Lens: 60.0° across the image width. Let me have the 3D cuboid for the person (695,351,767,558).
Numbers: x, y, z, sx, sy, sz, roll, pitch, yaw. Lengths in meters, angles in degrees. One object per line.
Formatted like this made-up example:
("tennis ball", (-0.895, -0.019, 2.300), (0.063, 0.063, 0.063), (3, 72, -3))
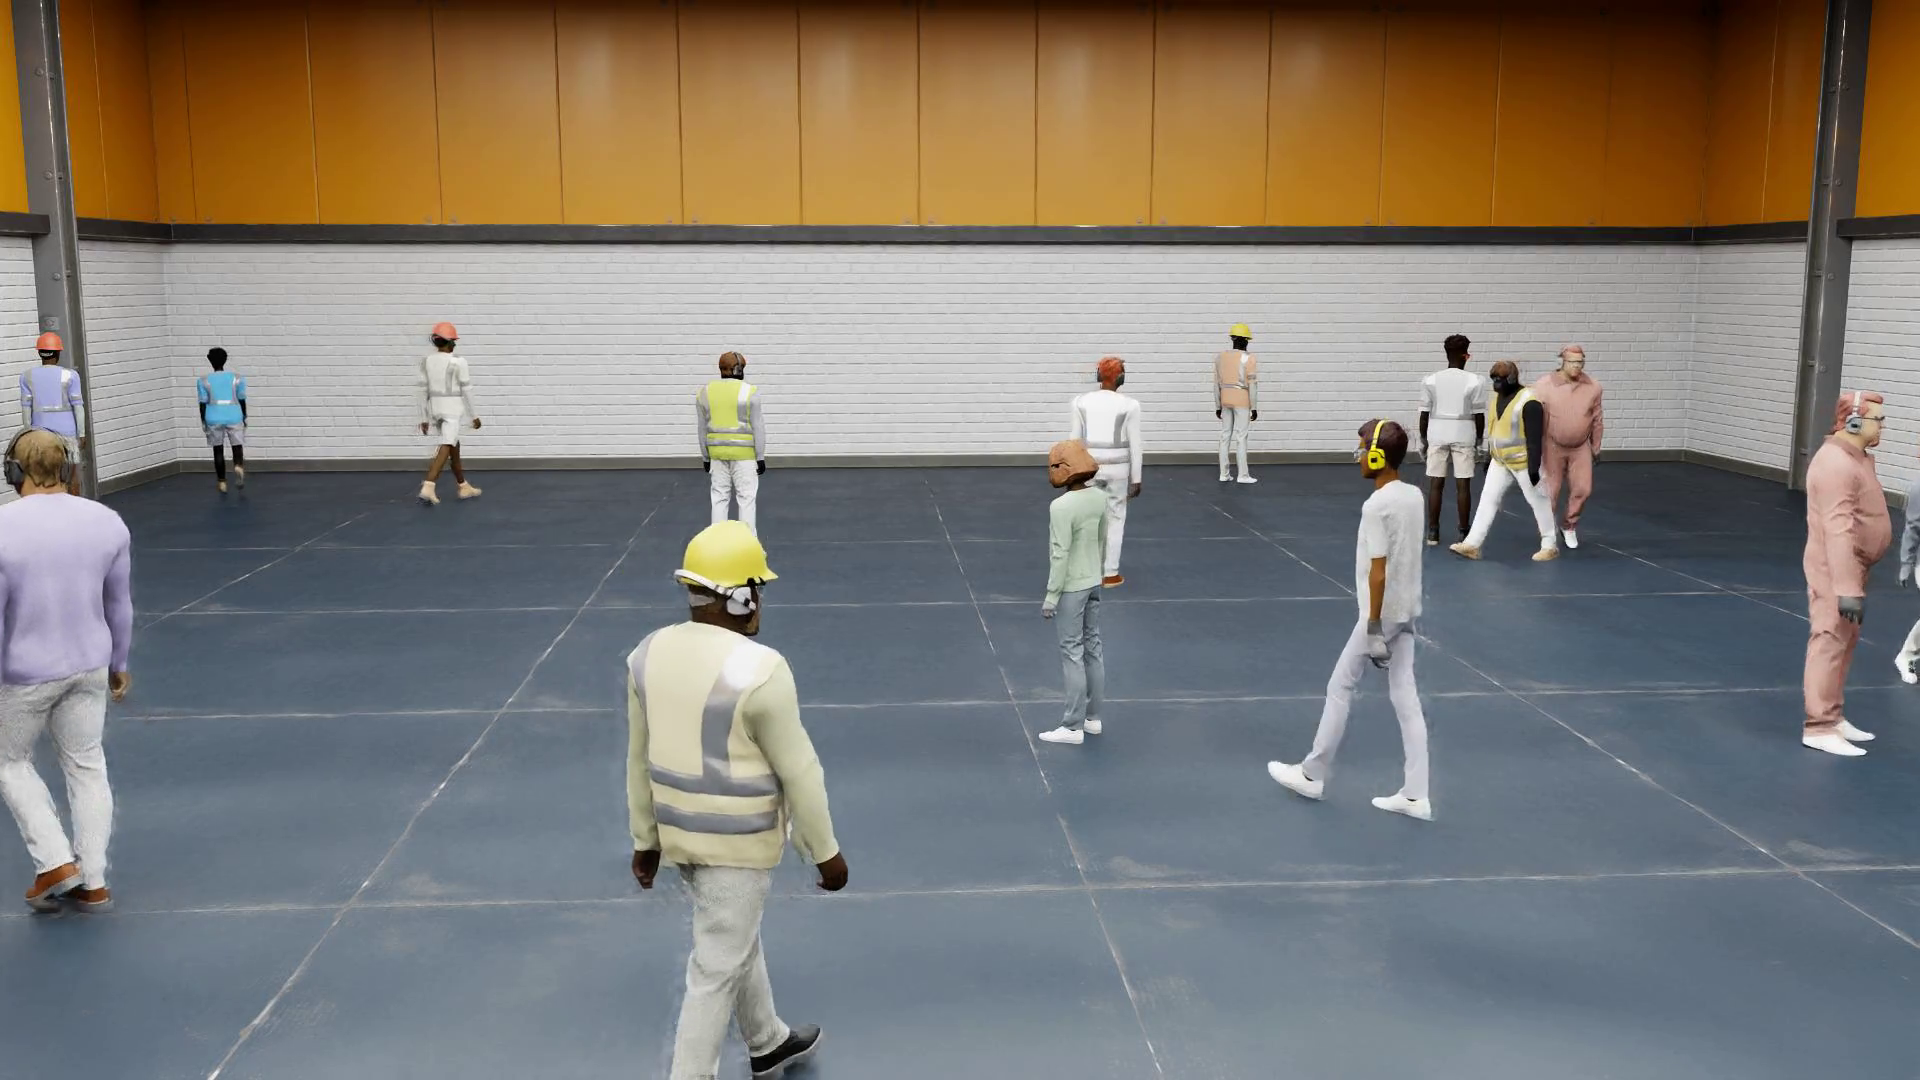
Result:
("person", (-1.975, -0.724, 14.548), (0.619, 1.839, 0.430), (3, 9, 17))

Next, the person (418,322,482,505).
("person", (-5.674, -1.390, 18.266), (0.606, 2.001, 1.076), (4, 10, 26))

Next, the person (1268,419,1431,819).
("person", (1.877, 0.352, 7.796), (0.526, 1.839, 0.869), (-8, 12, -43))

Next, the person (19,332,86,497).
("person", (-8.940, -1.076, 16.436), (0.549, 1.936, 0.376), (-3, 9, -16))

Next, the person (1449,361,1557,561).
("person", (4.788, -0.674, 14.514), (1.052, 1.748, 0.637), (-4, 10, -21))

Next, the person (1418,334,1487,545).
("person", (4.536, -0.917, 15.352), (0.608, 1.963, 0.370), (4, 10, 26))

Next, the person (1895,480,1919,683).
("person", (5.838, 0.146, 9.904), (0.506, 1.599, 0.840), (0, 9, 1))

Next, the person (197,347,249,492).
("person", (-8.431, -1.368, 19.044), (0.541, 1.681, 0.584), (-5, 10, -26))

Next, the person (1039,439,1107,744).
("person", (0.607, 0.273, 8.917), (0.279, 1.633, 0.499), (6, 11, 33))

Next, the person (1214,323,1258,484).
("person", (3.328, -1.636, 20.006), (0.585, 1.921, 0.383), (9, 12, 43))

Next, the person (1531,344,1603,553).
("person", (5.450, -0.812, 14.955), (0.713, 1.884, 0.455), (0, 9, 0))

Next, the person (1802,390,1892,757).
("person", (4.653, 0.166, 8.748), (0.405, 1.907, 0.665), (6, 11, 33))

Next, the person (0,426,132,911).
("person", (-3.548, 0.514, 6.495), (0.448, 1.921, 0.658), (6, 11, 34))

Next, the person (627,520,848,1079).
("person", (-0.593, 0.837, 4.859), (0.609, 1.797, 0.838), (8, 12, 43))

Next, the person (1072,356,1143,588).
("person", (1.156, -0.529, 13.214), (0.595, 1.866, 0.492), (4, 10, 25))
